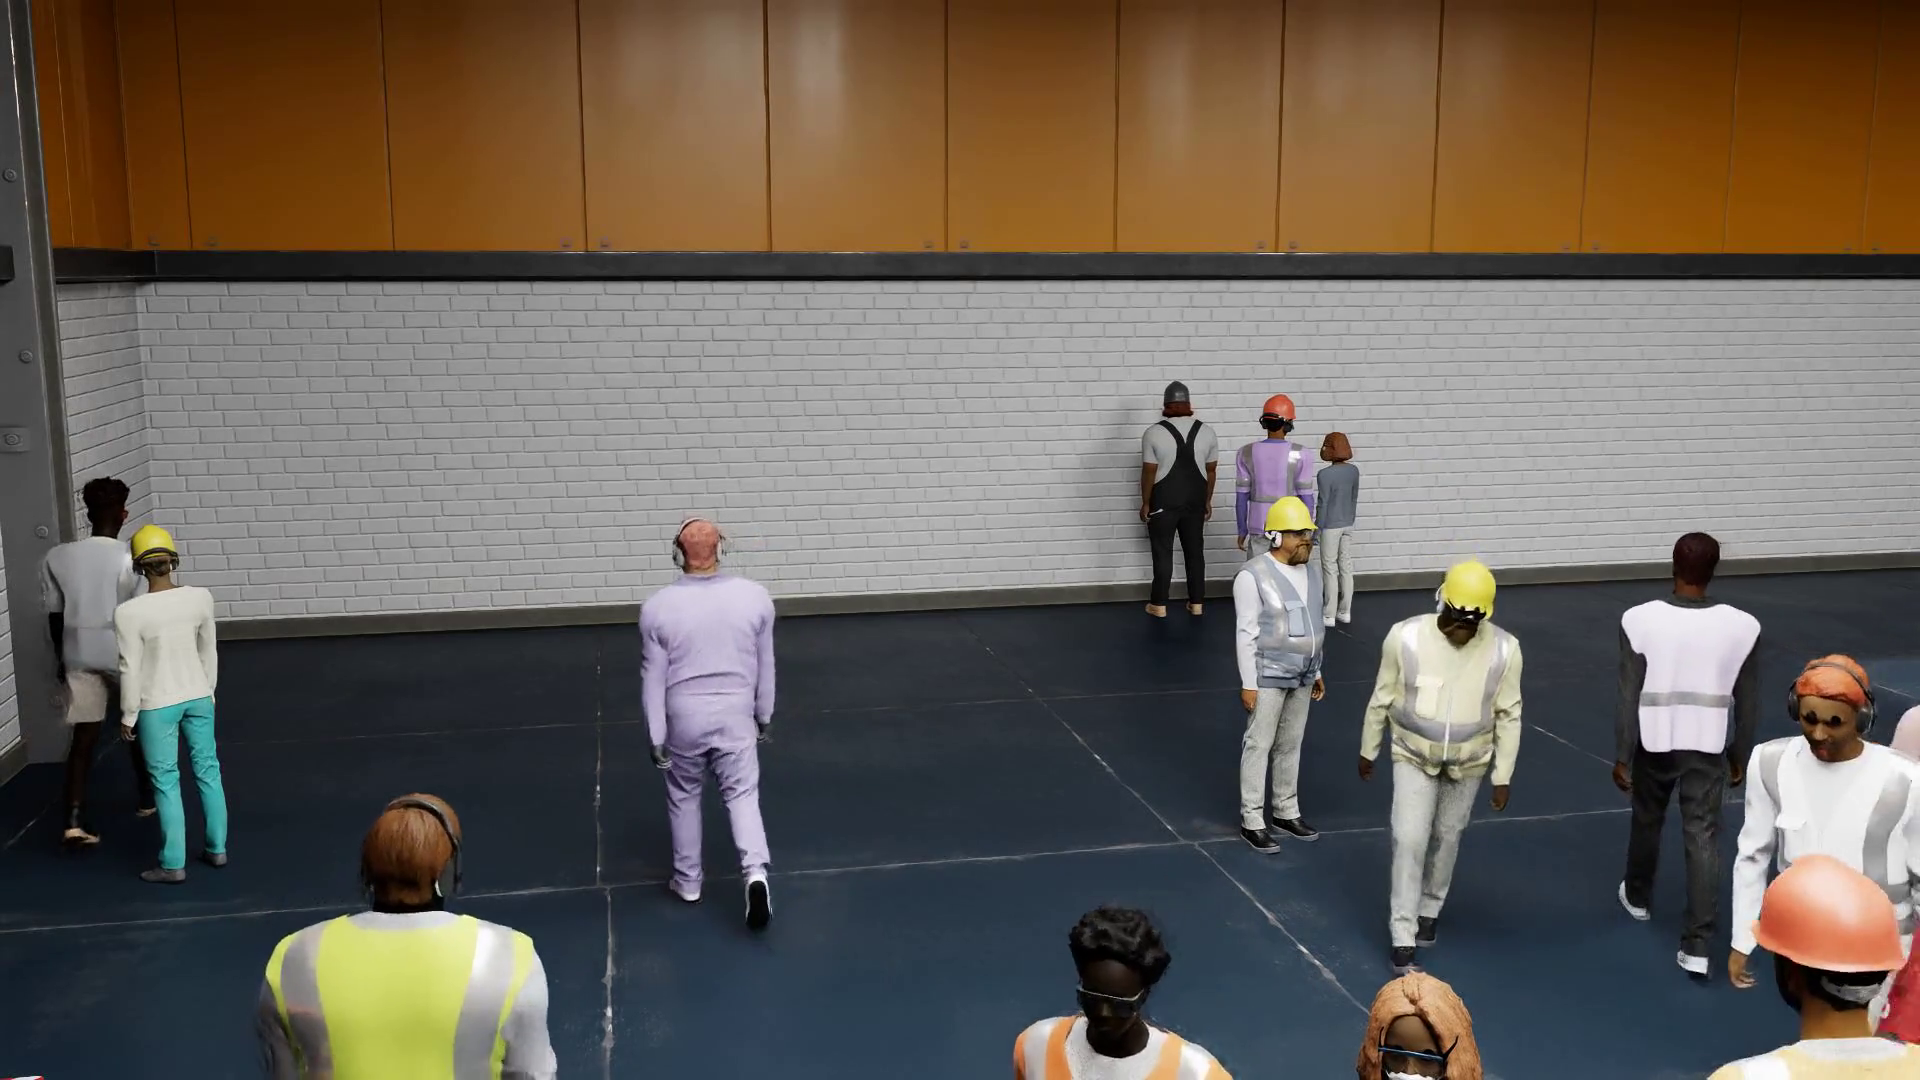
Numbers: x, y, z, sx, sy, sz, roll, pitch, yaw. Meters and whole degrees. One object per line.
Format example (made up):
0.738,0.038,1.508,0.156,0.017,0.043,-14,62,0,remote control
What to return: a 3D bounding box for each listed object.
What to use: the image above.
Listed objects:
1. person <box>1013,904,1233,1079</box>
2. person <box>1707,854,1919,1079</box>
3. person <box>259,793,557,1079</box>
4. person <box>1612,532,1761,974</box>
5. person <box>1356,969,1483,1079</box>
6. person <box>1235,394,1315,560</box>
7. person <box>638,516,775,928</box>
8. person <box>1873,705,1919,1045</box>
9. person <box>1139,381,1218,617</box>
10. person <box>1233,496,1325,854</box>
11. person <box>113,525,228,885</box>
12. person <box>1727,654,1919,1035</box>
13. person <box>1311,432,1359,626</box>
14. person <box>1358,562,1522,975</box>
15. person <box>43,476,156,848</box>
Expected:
0.376,1.576,3.708,0.542,1.675,0.722,5,10,26,person
1.664,1.542,3.256,0.556,1.881,0.976,0,9,2,person
-1.235,1.477,3.822,0.648,1.827,0.464,-1,9,-7,person
3.178,0.894,7.306,0.591,1.862,1.035,2,10,13,person
0.896,1.650,3.355,0.505,1.633,0.279,3,10,17,person
2.407,-0.090,12.715,0.605,2.045,0.378,5,10,26,person
-1.135,0.832,7.624,0.644,1.879,0.814,-3,10,-18,person
3.600,1.166,6.025,0.593,1.714,0.720,-1,9,-8,person
1.853,-0.363,14.388,0.688,2.000,0.536,-2,10,-13,person
1.677,0.686,8.618,0.588,1.837,0.403,-7,12,-36,person
-3.871,0.802,8.138,0.329,1.764,0.524,6,11,31,person
2.632,1.259,5.077,0.793,1.848,0.594,-6,11,-32,person
3.141,-0.093,13.970,0.500,1.636,0.280,-8,12,-40,person
2.050,0.964,7.106,0.655,1.773,0.835,2,9,11,person
-4.537,0.628,8.780,0.631,1.922,0.999,-1,9,-5,person
